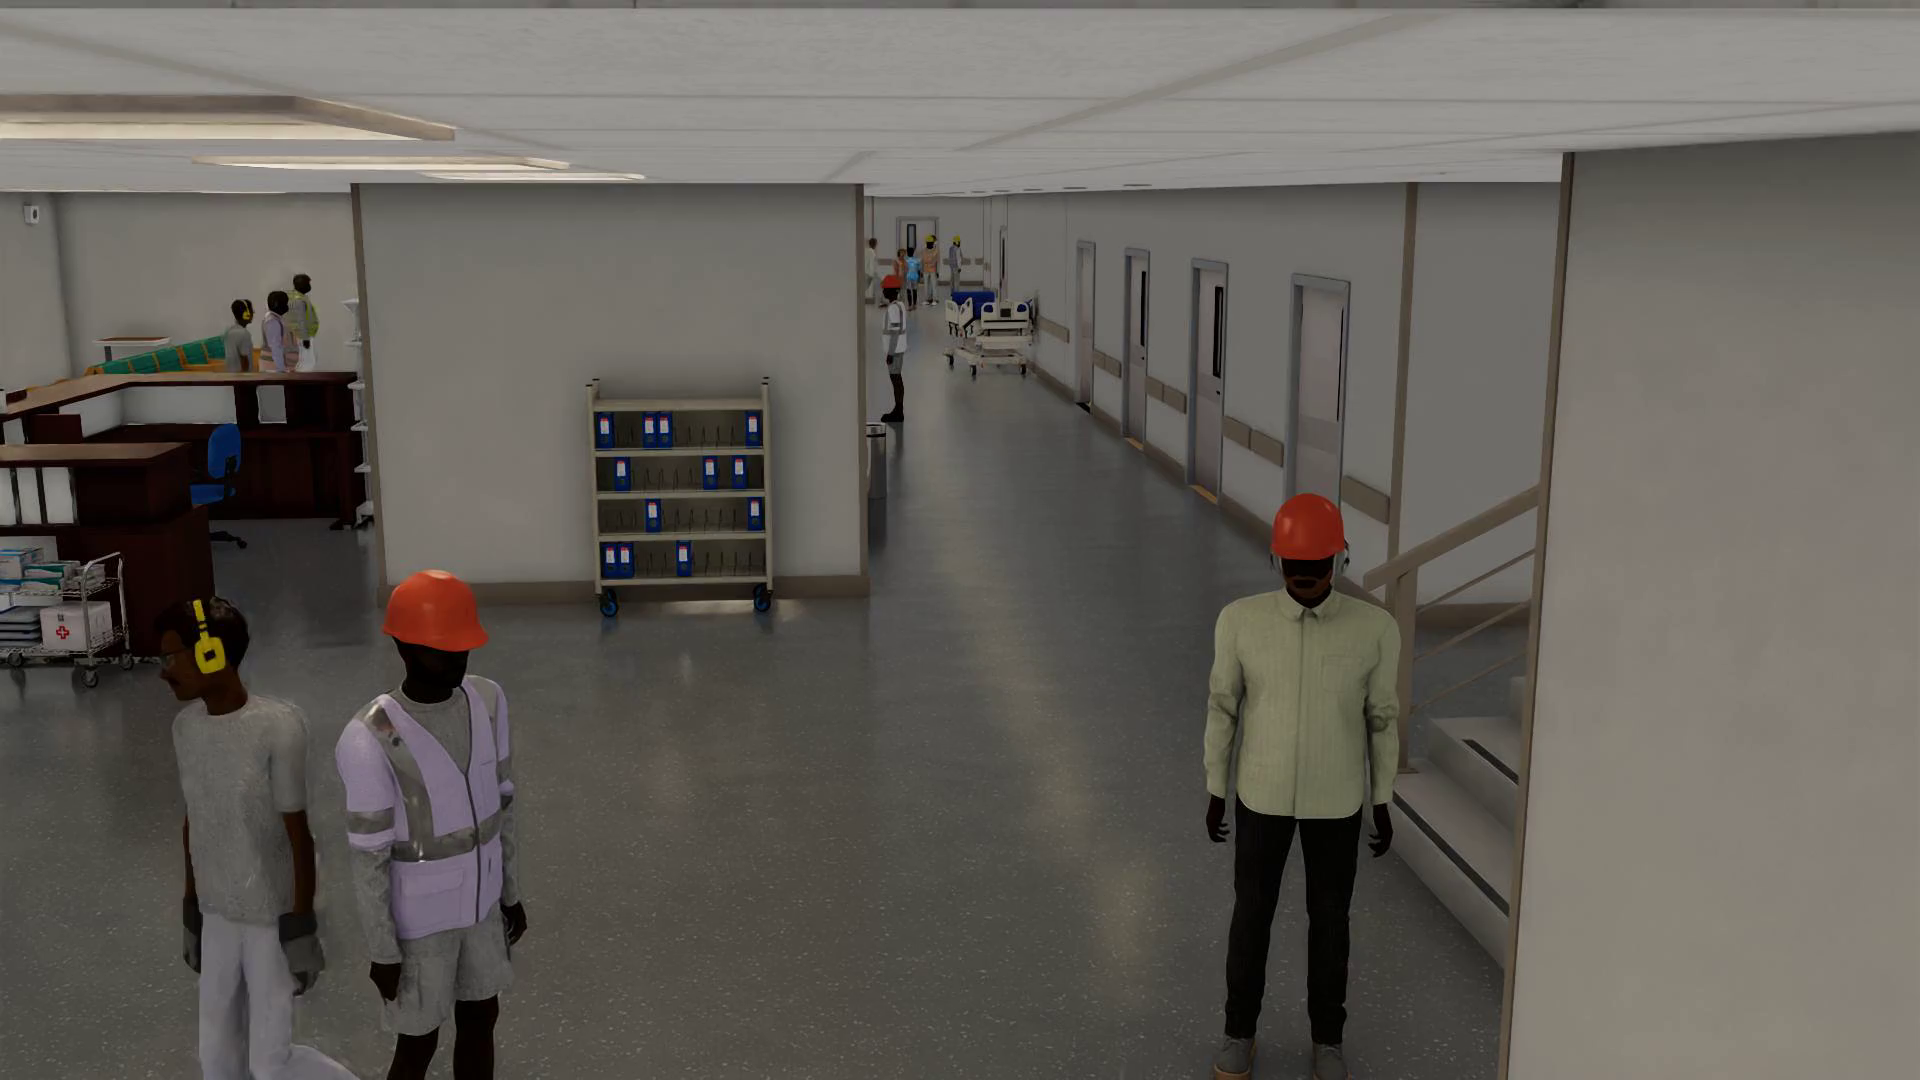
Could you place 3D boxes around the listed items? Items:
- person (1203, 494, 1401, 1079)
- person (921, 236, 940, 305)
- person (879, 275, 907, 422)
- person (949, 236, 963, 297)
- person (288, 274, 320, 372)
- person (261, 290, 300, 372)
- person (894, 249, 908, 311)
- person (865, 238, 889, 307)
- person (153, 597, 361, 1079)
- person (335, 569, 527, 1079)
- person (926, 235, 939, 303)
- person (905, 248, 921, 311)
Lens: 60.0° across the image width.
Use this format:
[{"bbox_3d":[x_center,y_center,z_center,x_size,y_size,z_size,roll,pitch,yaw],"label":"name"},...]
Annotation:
[{"bbox_3d":[1.106,0.827,5.430,0.625,1.992,0.389,2,12,10],"label":"person"},{"bbox_3d":[-0.835,-7.479,46.187,0.588,1.927,0.370,6,13,26],"label":"person"},{"bbox_3d":[-0.889,-2.524,21.950,0.360,1.938,0.546,1,12,4],"label":"person"},{"bbox_3d":[-0.116,-8.258,50.221,0.404,1.834,0.591,-6,13,-27],"label":"person"},{"bbox_3d":[-9.774,-3.045,24.771,0.455,1.824,0.645,-4,12,-20],"label":"person"},{"bbox_3d":[-8.133,-2.062,19.940,0.430,1.840,0.623,-4,12,-20],"label":"person"},{"bbox_3d":[-1.557,-6.857,43.853,0.313,1.639,0.517,9,15,38],"label":"person"},{"bbox_3d":[-2.449,-7.250,45.185,1.030,1.902,0.635,-5,13,-24],"label":"person"},{"bbox_3d":[-2.002,1.065,4.670,0.548,1.827,0.614,5,12,21],"label":"person"},{"bbox_3d":[-1.434,1.022,4.660,0.384,1.929,0.539,7,13,29],"label":"person"},{"bbox_3d":[-0.821,-7.685,47.198,0.374,1.928,0.639,2,12,8],"label":"person"},{"bbox_3d":[-1.325,-6.917,44.112,0.534,1.647,0.826,-3,12,-14],"label":"person"}]
